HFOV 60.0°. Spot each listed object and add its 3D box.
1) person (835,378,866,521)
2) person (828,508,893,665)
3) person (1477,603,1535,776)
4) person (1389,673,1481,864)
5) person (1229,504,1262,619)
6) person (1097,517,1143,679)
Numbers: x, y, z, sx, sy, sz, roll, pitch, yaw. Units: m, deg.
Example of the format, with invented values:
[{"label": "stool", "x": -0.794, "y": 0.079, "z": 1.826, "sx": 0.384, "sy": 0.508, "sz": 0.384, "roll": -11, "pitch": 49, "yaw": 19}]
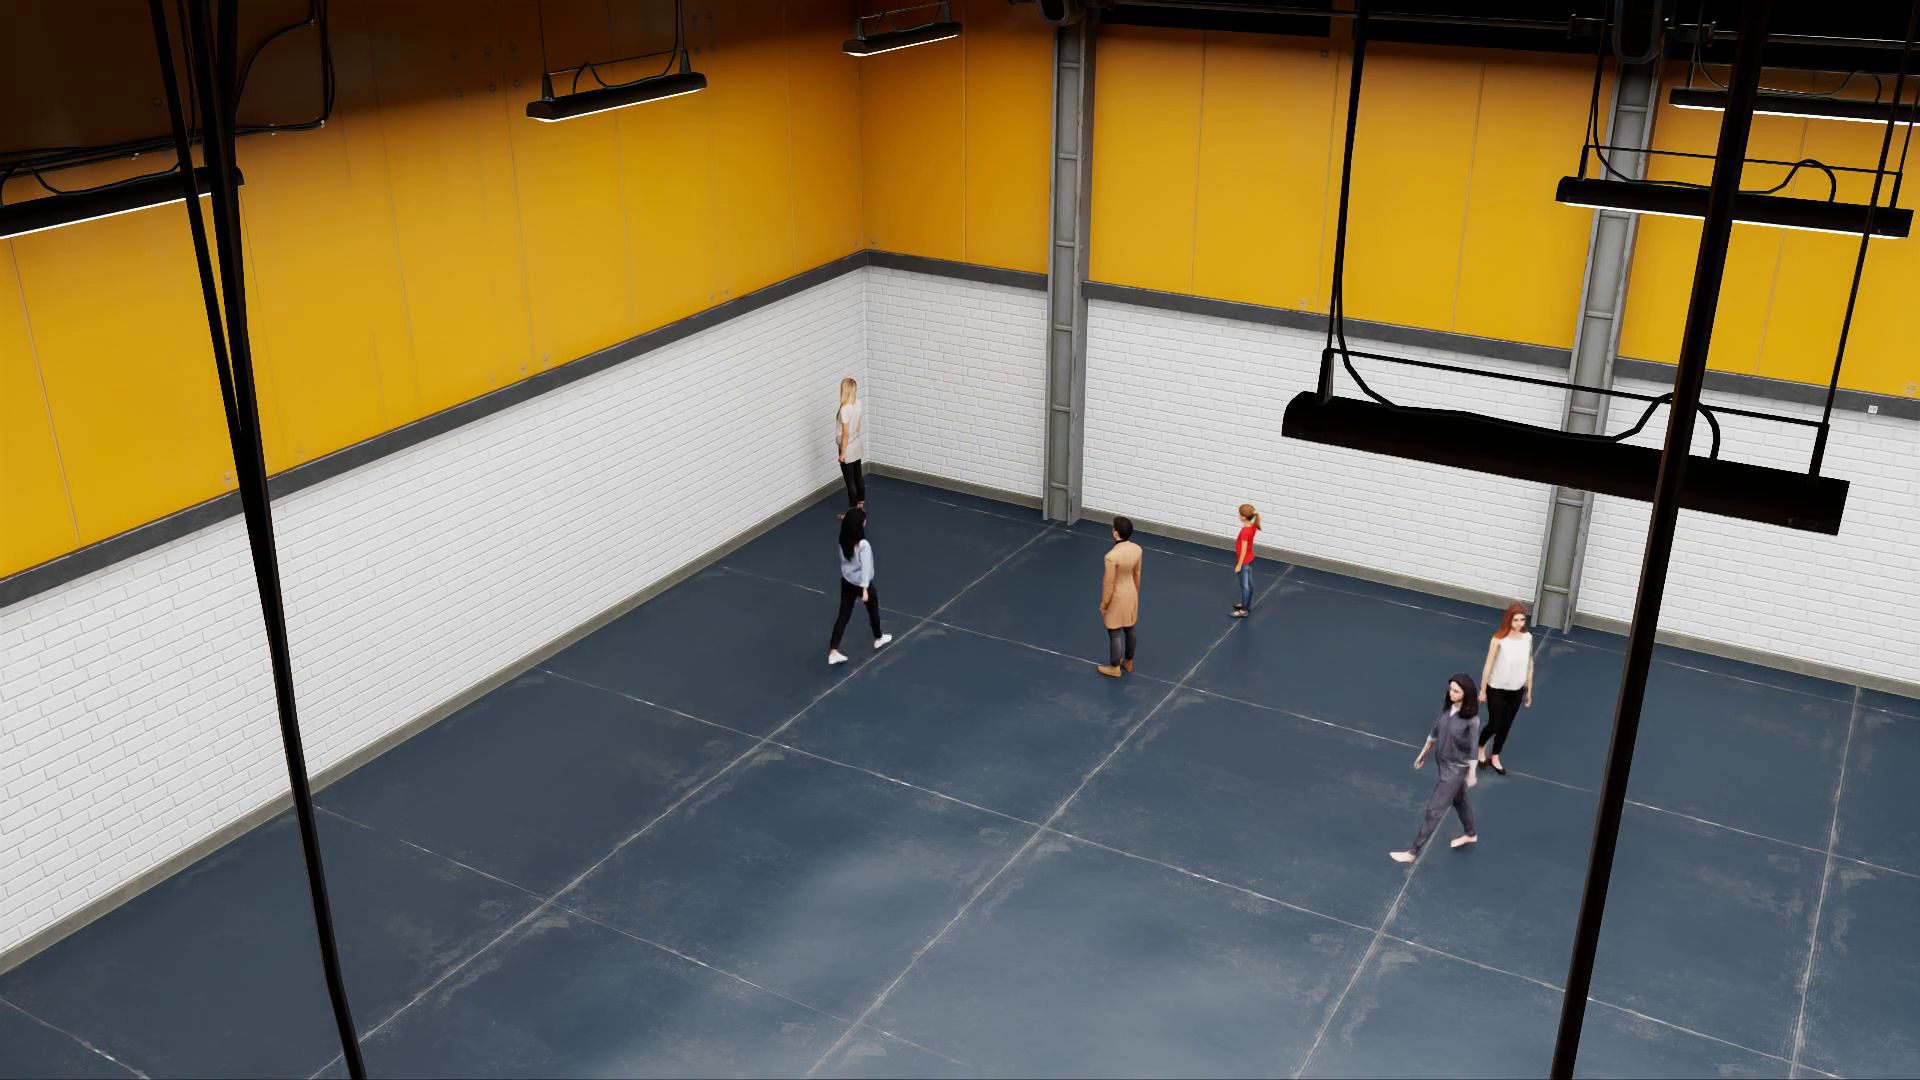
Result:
[{"label": "person", "x": -1.350, "y": -1.133, "z": 20.632, "sx": 0.550, "sy": 1.826, "sz": 0.630, "roll": 10, "pitch": 26, "yaw": 22}, {"label": "person", "x": -1.129, "y": 0.506, "z": 17.086, "sx": 1.101, "sy": 1.664, "sz": 0.812, "roll": 19, "pitch": 30, "yaw": 37}, {"label": "person", "x": 4.938, "y": 1.310, "z": 15.184, "sx": 0.703, "sy": 1.713, "sz": 0.768, "roll": -5, "pitch": 24, "yaw": -12}, {"label": "person", "x": 4.183, "y": 1.883, "z": 13.866, "sx": 1.164, "sy": 1.719, "sz": 1.127, "roll": -7, "pitch": 25, "yaw": -16}, {"label": "person", "x": 3.131, "y": 0.217, "z": 18.189, "sx": 0.517, "sy": 1.308, "sz": 0.506, "roll": 10, "pitch": 26, "yaw": 22}, {"label": "person", "x": 1.636, "y": 0.569, "z": 16.863, "sx": 0.736, "sy": 1.726, "sz": 0.741, "roll": -18, "pitch": 29, "yaw": -35}]
